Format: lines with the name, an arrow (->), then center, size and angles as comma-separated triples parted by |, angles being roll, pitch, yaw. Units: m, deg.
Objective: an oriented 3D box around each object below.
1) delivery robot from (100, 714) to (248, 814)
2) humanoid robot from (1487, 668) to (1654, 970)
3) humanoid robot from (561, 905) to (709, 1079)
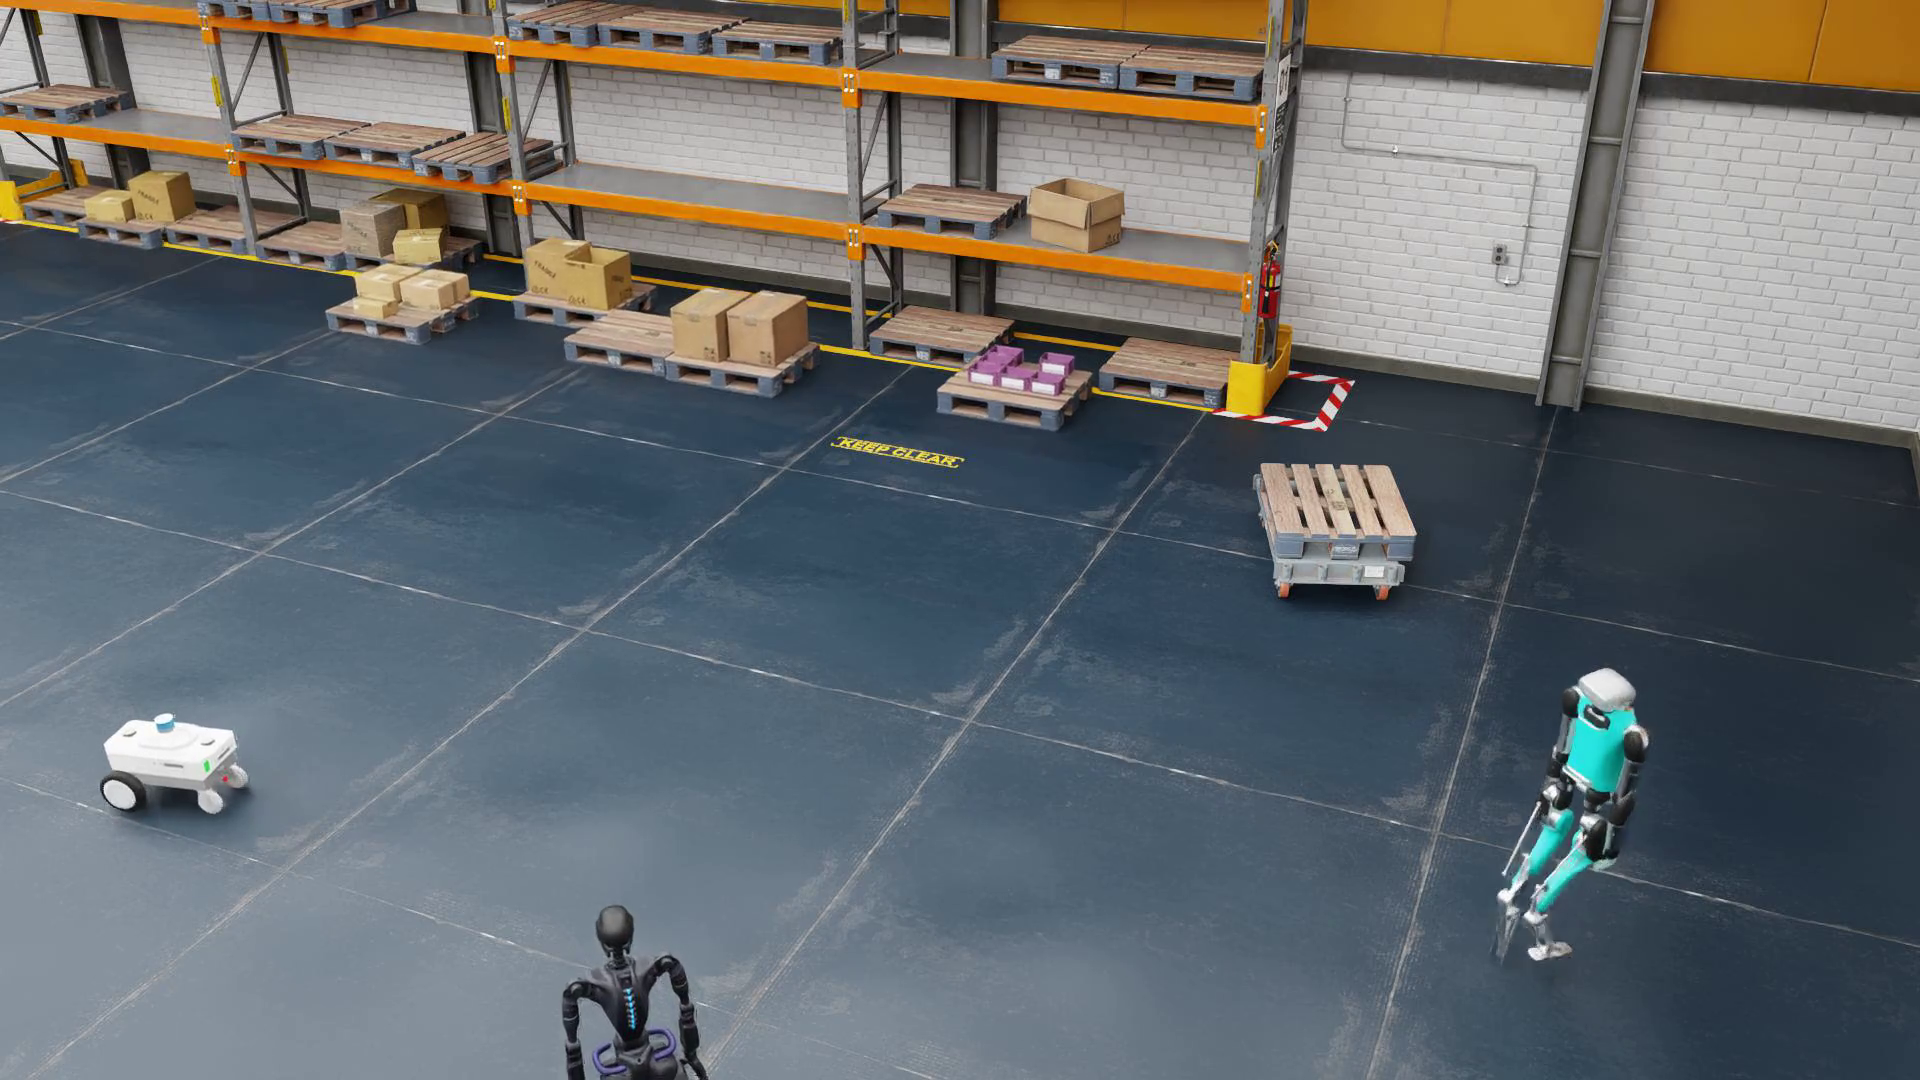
delivery robot -> -4.771, 1.333, 10.055 | 0.807, 0.613, 0.499 | 5, 28, 9
humanoid robot -> 2.967, 1.553, 8.440 | 0.760, 1.879, 0.539 | -13, 30, -24
humanoid robot -> -1.384, 2.250, 7.079 | 0.612, 1.617, 0.776 | -12, 30, -23
